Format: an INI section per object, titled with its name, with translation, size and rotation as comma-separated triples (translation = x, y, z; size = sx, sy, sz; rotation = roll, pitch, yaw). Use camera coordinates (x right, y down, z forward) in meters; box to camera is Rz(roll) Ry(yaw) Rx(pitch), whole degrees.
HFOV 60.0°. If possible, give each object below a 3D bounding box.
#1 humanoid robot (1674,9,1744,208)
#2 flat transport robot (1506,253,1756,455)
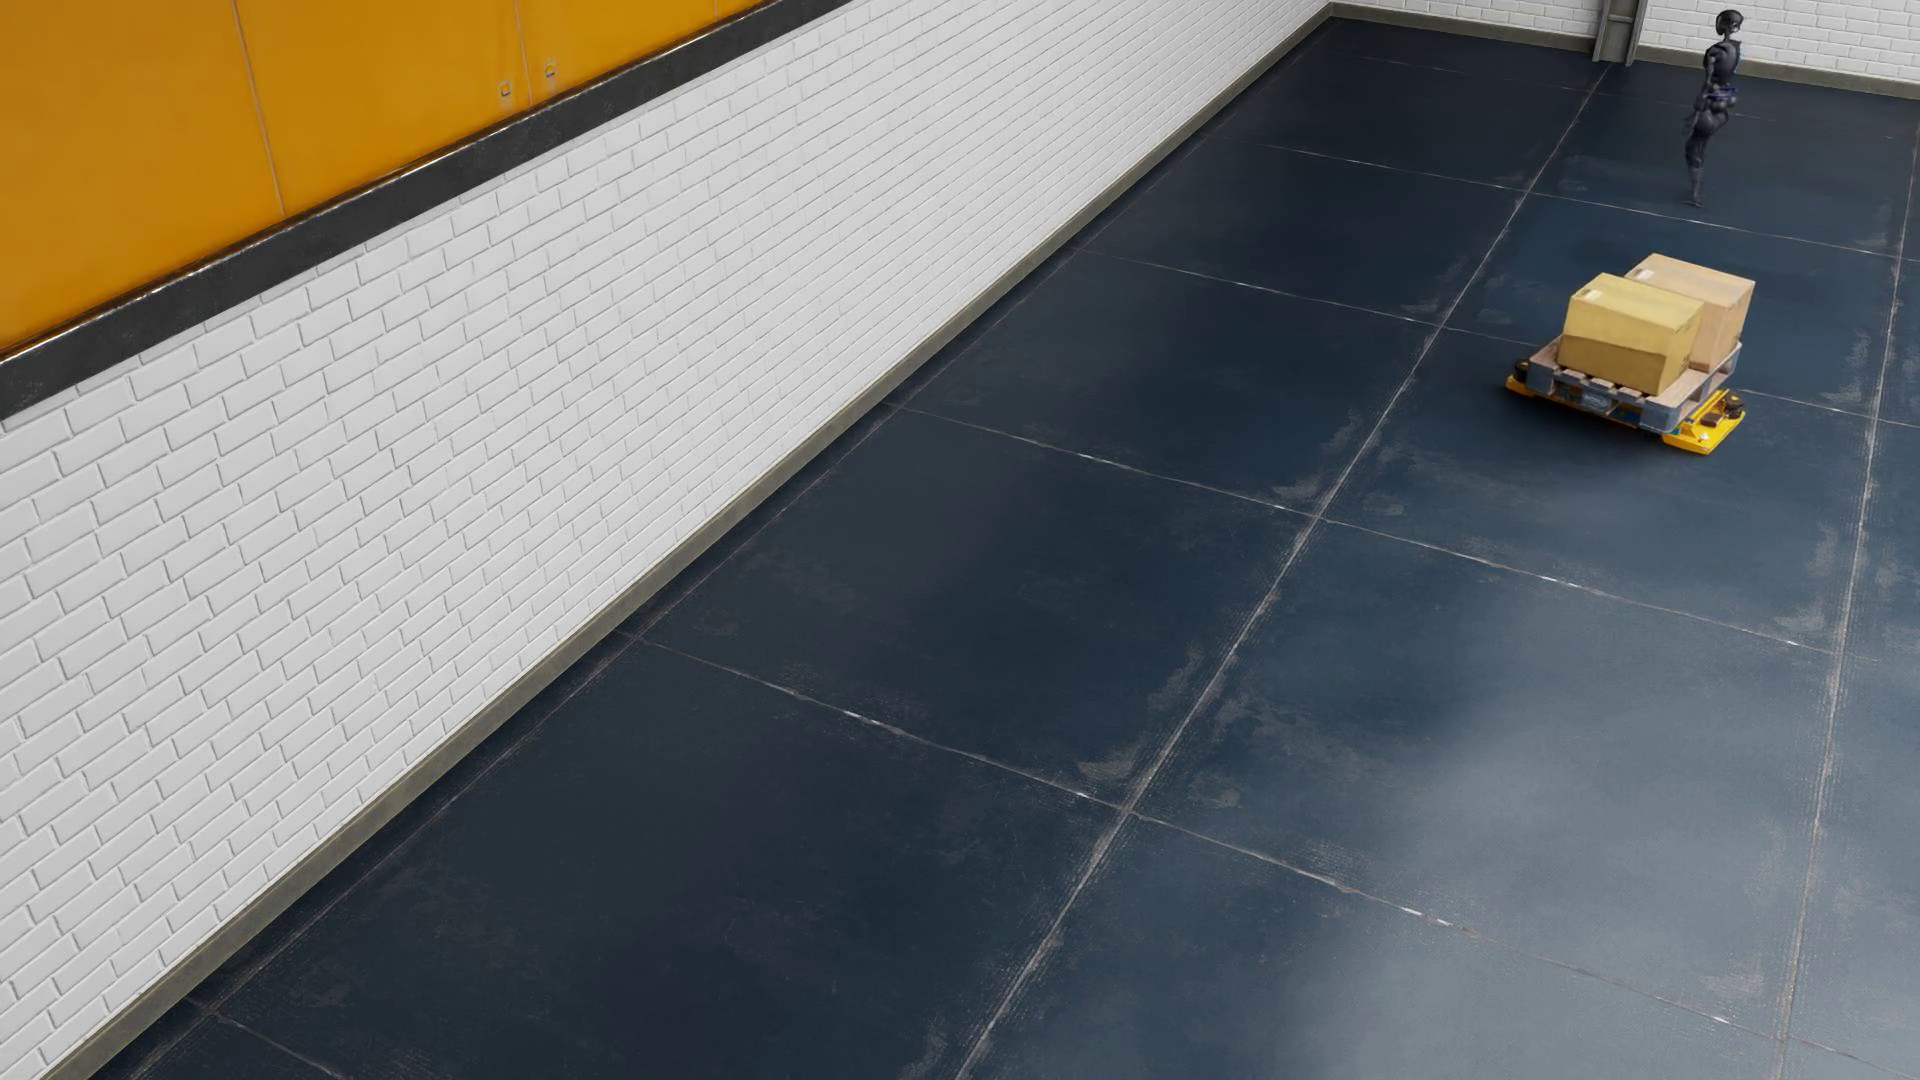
[humanoid robot]
translation = 6.398, -3.669, 14.177
size = 0.366, 1.647, 0.614
rotation = 29, 43, 36
[flat transport robot]
translation = 4.592, -1.013, 11.485
size = 1.431, 0.231, 0.659
rotation = 26, 42, 33
